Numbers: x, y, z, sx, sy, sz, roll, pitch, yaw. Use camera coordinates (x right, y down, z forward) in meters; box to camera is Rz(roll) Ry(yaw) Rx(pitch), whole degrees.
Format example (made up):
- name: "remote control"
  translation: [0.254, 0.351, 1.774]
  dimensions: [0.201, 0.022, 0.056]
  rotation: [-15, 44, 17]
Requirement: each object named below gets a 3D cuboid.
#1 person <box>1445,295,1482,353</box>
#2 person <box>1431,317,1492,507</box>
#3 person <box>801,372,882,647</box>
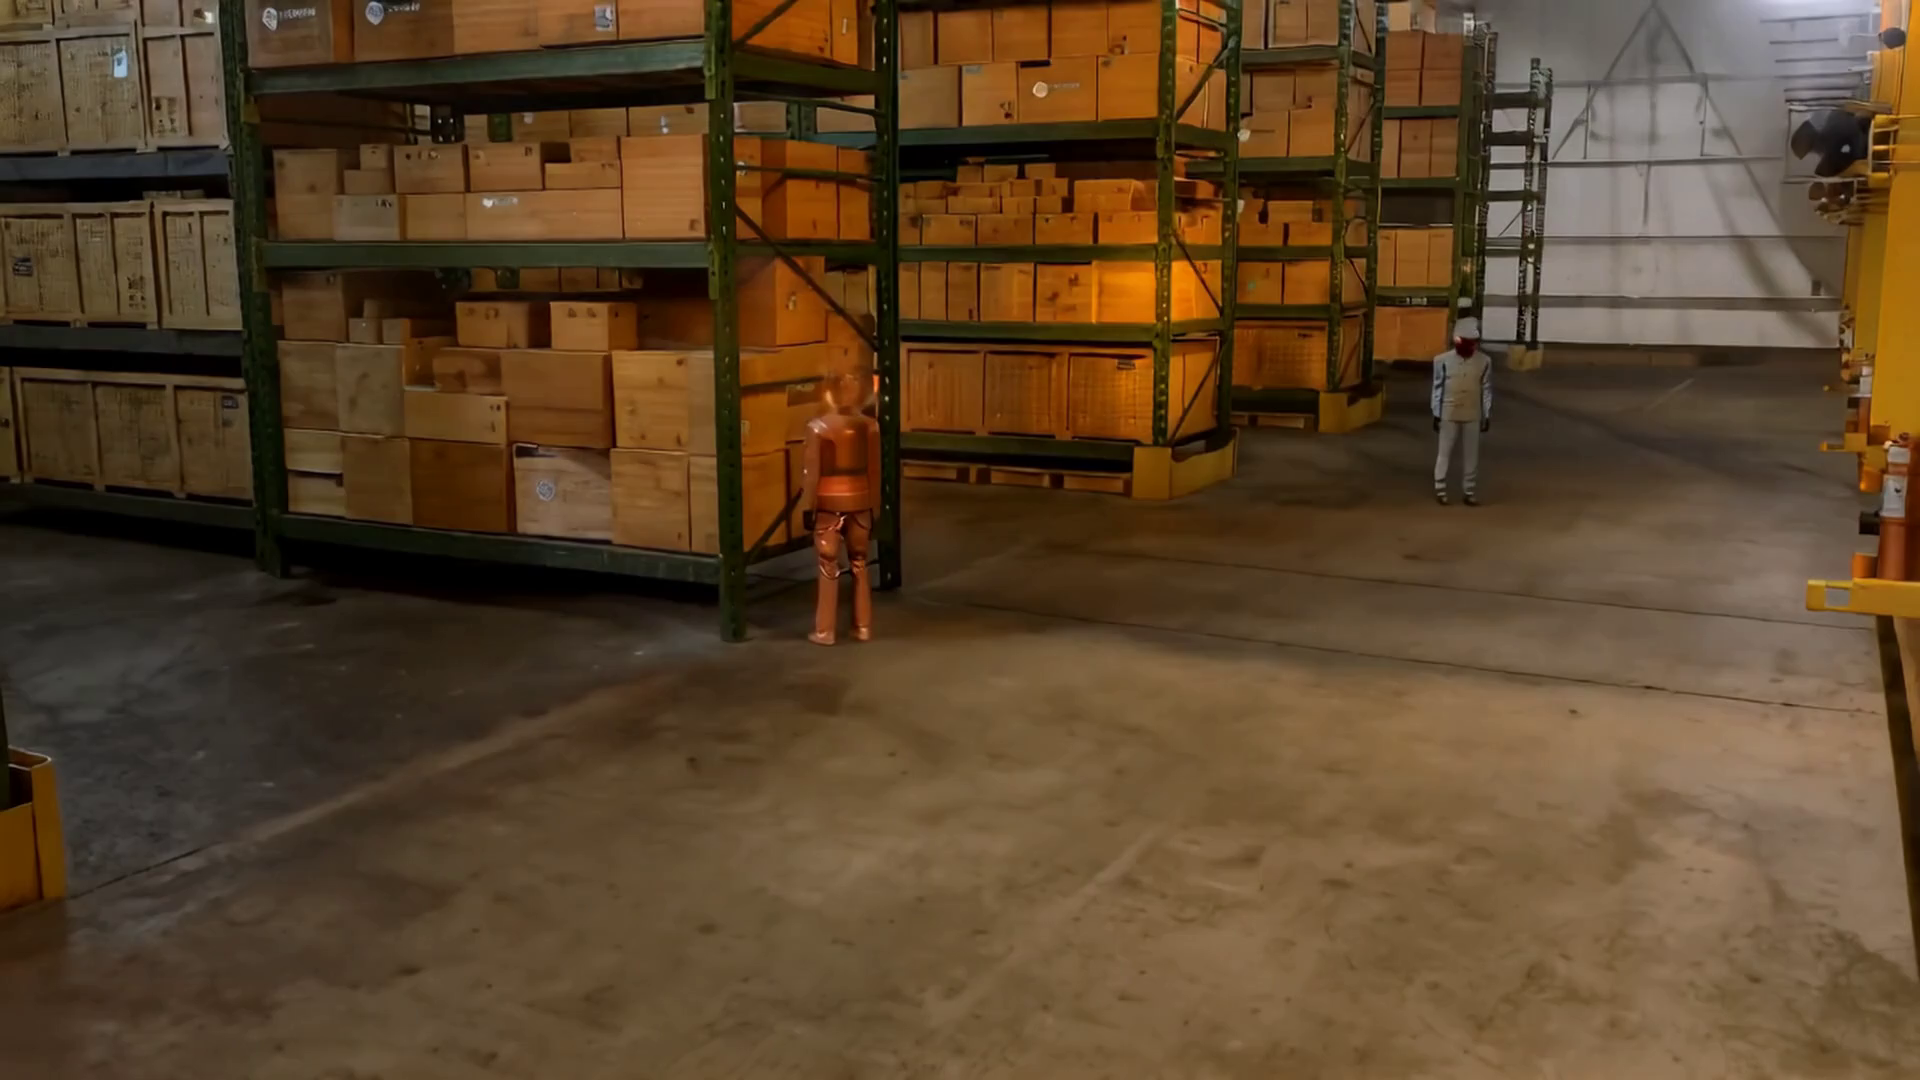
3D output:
- name: "person"
  translation: [7.229, -2.649, 23.881]
  dimensions: [0.511, 1.730, 0.389]
  rotation: [4, 11, 22]
- name: "person"
  translation: [4.615, -1.168, 15.291]
  dimensions: [0.566, 1.744, 0.350]
  rotation: [-1, 10, -4]
- name: "person"
  translation: [-0.696, -0.180, 9.907]
  dimensions: [0.525, 1.632, 0.312]
  rotation: [-6, 12, -32]
